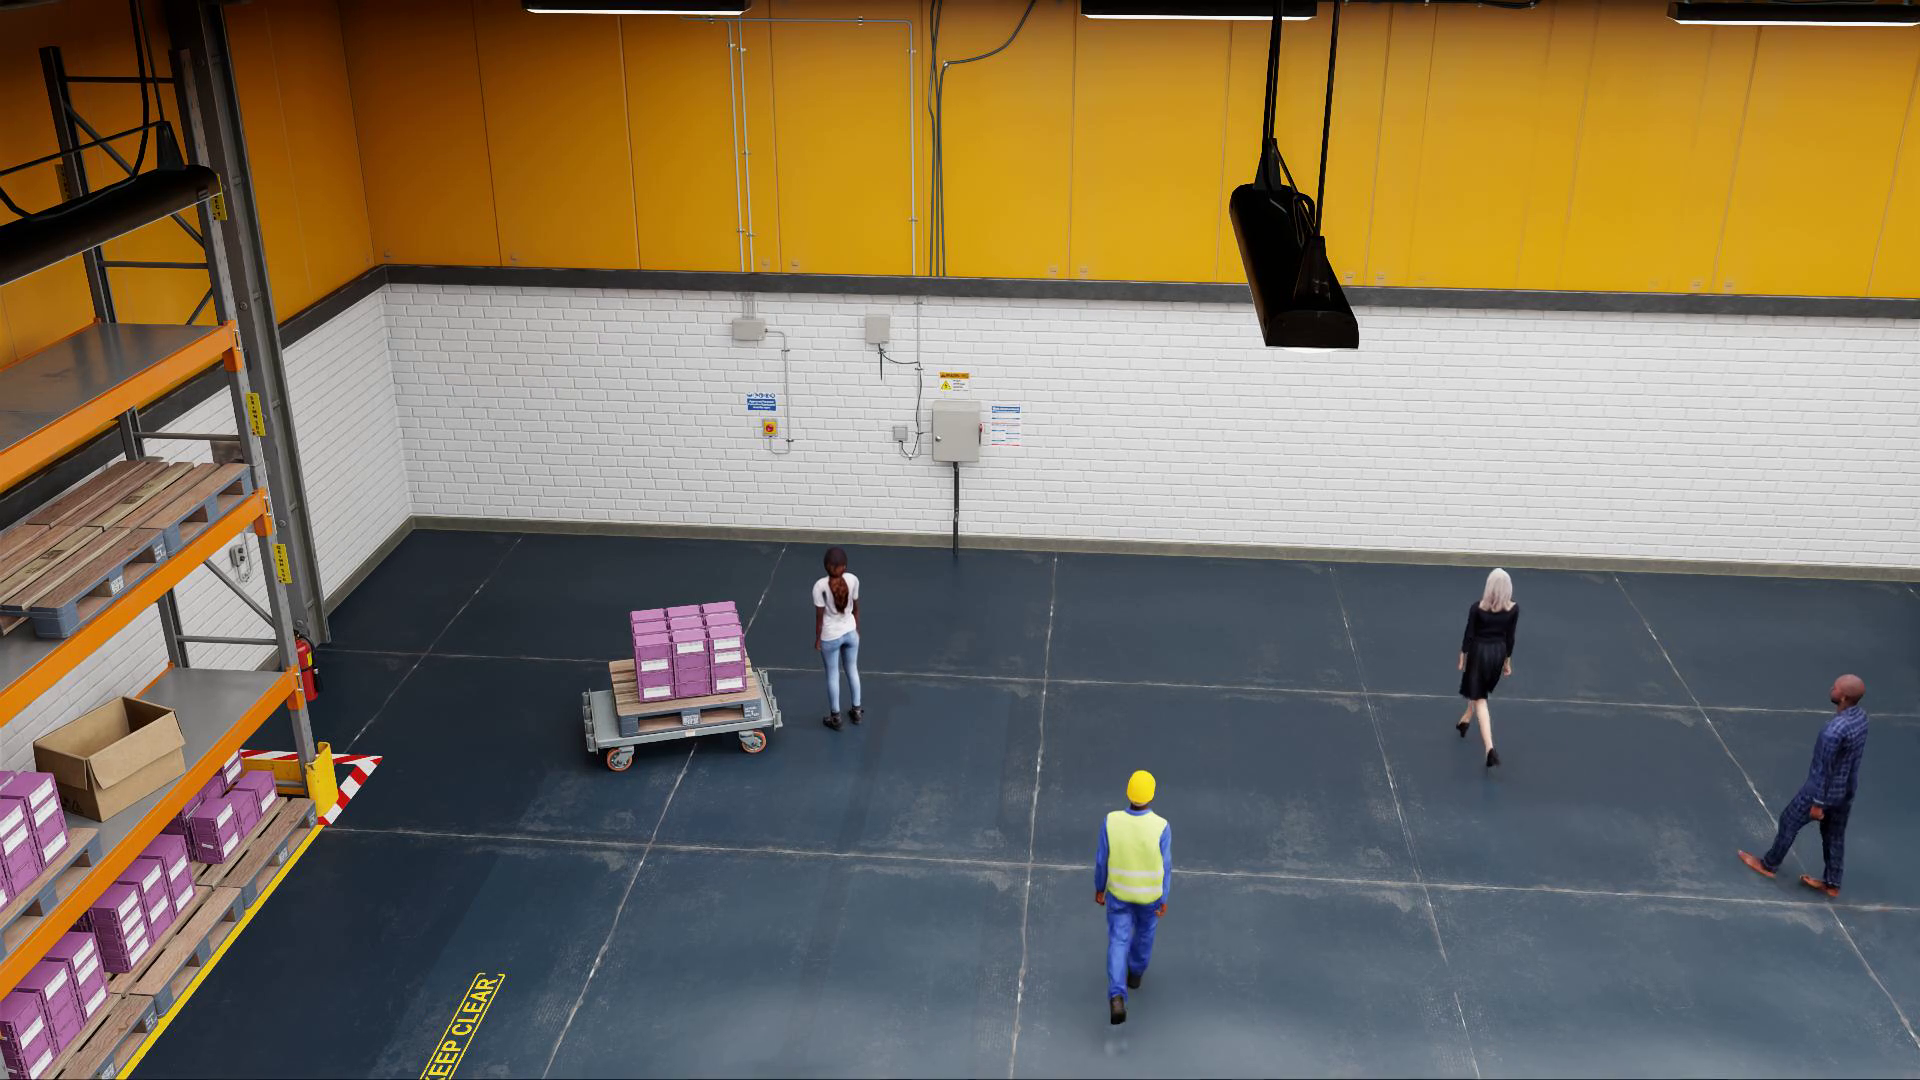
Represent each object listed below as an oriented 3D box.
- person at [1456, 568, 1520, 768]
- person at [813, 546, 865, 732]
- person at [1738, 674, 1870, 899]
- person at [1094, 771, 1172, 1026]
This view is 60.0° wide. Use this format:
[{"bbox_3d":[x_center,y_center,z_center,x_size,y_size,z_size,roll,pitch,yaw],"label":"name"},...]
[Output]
[{"bbox_3d":[4.433,1.094,13.975,0.683,1.702,1.160,-1,24,-3],"label":"person"},{"bbox_3d":[-1.056,0.847,14.519,0.671,1.719,0.696,-12,27,-26],"label":"person"},{"bbox_3d":[6.442,1.831,12.170,0.995,1.797,1.072,-16,28,-33],"label":"person"},{"bbox_3d":[1.137,2.358,10.972,0.703,1.790,1.132,3,24,8],"label":"person"}]
